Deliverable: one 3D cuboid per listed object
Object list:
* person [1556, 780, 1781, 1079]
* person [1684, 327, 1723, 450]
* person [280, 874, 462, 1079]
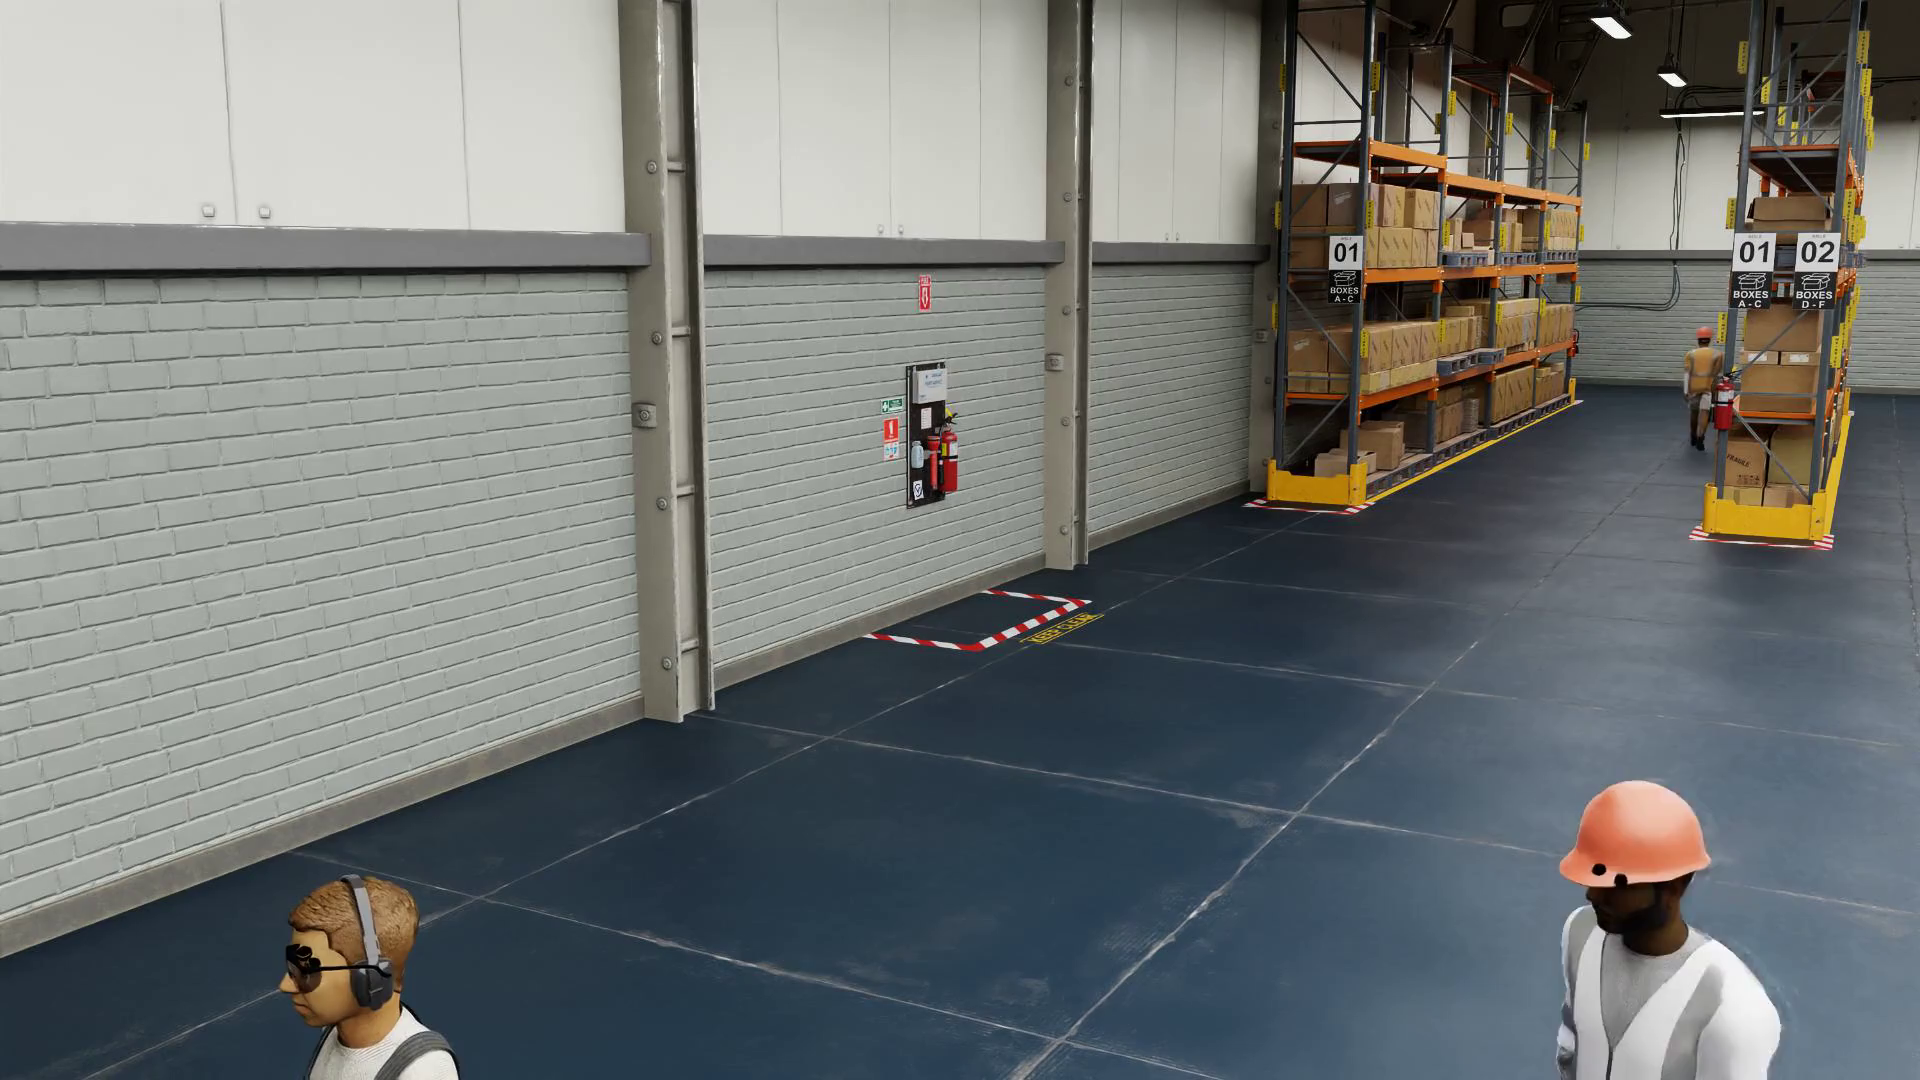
[{"bbox_3d":[1.582,1.428,3.670,0.694,1.913,0.555,-4,10,-22],"label":"person"},{"bbox_3d":[11.582,-2.369,25.964,0.544,1.893,0.992,5,11,29],"label":"person"},{"bbox_3d":[-1.124,1.533,3.238,0.346,1.847,0.505,-9,13,-41],"label":"person"}]
